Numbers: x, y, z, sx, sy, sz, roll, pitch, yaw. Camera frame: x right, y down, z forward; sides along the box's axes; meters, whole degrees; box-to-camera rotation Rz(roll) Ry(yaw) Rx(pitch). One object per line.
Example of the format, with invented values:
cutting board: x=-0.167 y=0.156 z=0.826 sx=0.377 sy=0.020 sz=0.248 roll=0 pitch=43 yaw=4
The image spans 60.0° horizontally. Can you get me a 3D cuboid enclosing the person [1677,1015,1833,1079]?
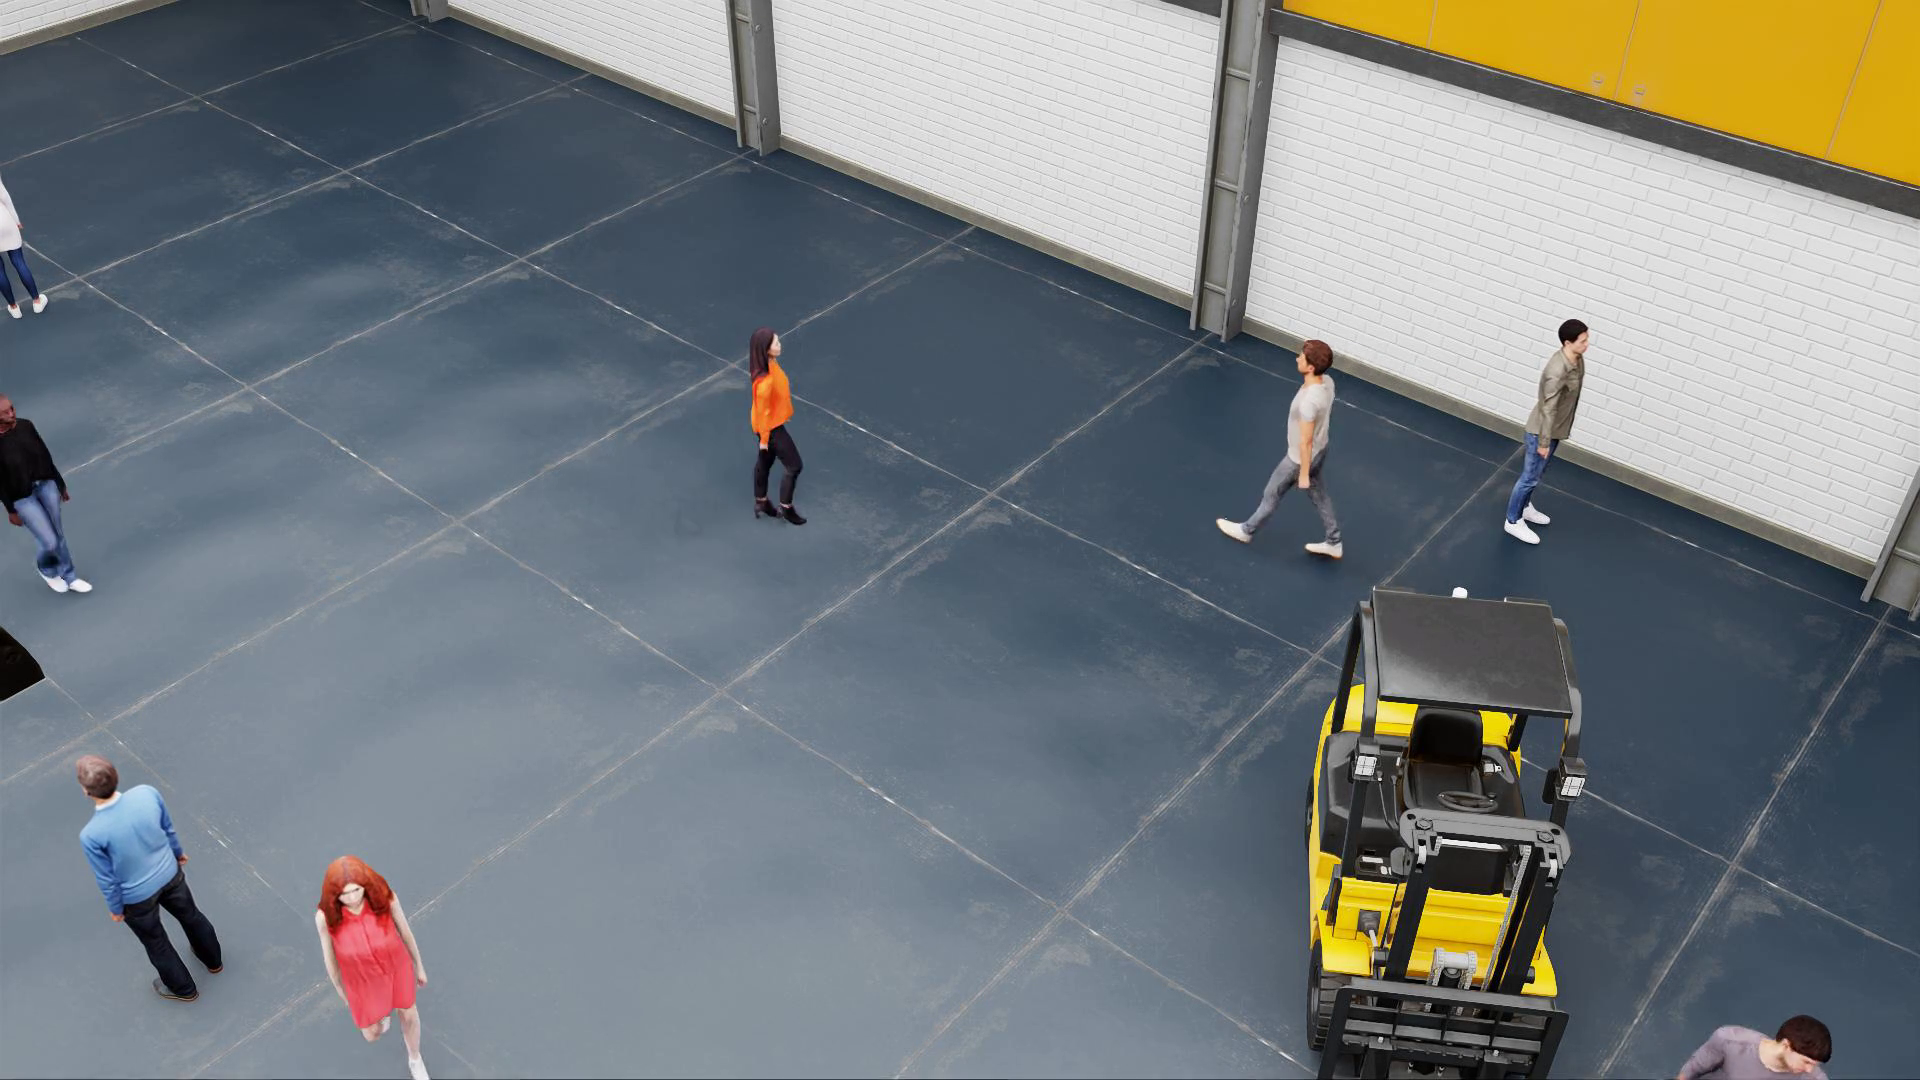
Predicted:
person: x=3.681 y=2.778 z=8.045 sx=0.965 sy=1.805 sz=0.475 roll=-28 pitch=46 yaw=-30

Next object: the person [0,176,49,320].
person: x=-8.792 y=-2.850 z=15.117 sx=0.681 sy=1.776 sz=0.659 roll=-18 pitch=42 yaw=-21

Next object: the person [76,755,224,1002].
person: x=-4.501 y=1.861 z=9.185 sx=0.636 sy=1.818 sz=0.708 roll=18 pitch=42 yaw=21

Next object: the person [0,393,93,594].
person: x=-6.756 y=-0.339 z=11.999 sx=0.711 sy=1.742 sz=0.689 roll=15 pitch=41 yaw=18

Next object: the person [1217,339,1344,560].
person: x=2.627 y=-0.598 z=12.242 sx=1.273 sy=1.844 sz=0.885 roll=17 pitch=42 yaw=21

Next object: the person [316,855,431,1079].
person: x=-3.062 y=2.226 z=8.728 sx=0.782 sy=1.816 sz=0.918 roll=-17 pitch=42 yaw=-20

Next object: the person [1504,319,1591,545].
person: x=4.427 y=-0.852 z=12.544 sx=0.613 sy=1.864 sz=0.733 roll=22 pitch=43 yaw=25

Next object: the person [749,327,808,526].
person: x=-1.525 y=-0.852 z=12.646 sx=0.819 sy=1.737 sz=0.756 roll=-6 pitch=39 yaw=-7
